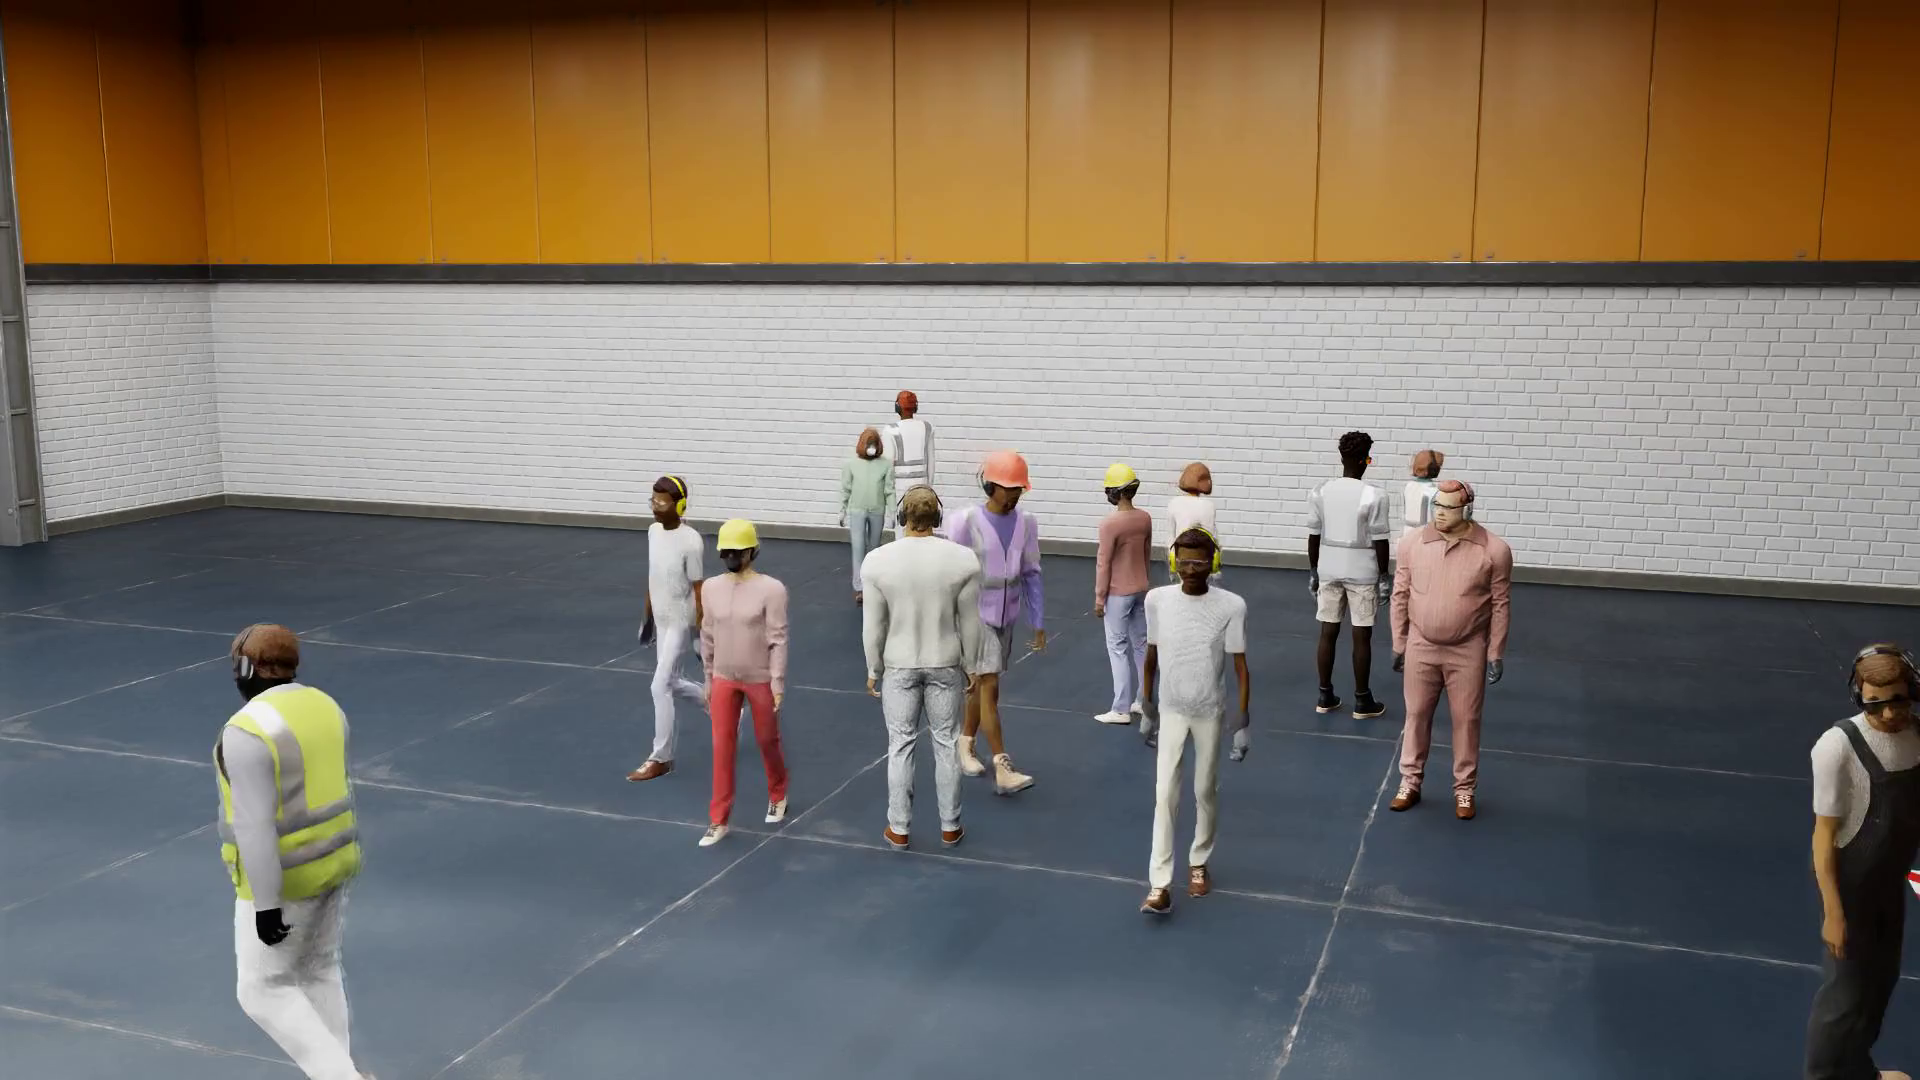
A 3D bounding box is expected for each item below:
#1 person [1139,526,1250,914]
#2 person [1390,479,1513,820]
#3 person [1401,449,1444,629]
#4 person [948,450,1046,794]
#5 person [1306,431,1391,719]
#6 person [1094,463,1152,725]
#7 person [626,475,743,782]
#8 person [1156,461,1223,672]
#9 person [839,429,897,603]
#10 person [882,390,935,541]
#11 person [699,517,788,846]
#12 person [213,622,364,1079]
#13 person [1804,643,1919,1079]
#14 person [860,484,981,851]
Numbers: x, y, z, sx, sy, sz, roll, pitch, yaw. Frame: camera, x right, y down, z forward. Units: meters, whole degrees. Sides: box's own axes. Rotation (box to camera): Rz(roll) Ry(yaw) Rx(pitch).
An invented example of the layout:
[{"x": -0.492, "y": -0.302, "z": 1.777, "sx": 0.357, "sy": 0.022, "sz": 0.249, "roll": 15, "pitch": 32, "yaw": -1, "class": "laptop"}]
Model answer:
[{"x": 1.094, "y": 0.862, "z": 7.845, "sx": 0.534, "sy": 1.835, "sz": 0.860, "roll": 2, "pitch": 9, "yaw": 14, "class": "person"}, {"x": 2.708, "y": 0.603, "z": 9.257, "sx": 0.643, "sy": 1.905, "sz": 0.399, "roll": 4, "pitch": 10, "yaw": 26, "class": "person"}, {"x": 3.714, "y": 0.088, "z": 13.284, "sx": 0.377, "sy": 1.622, "sz": 0.539, "roll": -4, "pitch": 10, "yaw": -21, "class": "person"}, {"x": 0.257, "y": 0.478, "z": 9.748, "sx": 0.630, "sy": 1.990, "sz": 1.000, "roll": -6, "pitch": 11, "yaw": -35, "class": "person"}, {"x": 2.658, "y": 0.233, "z": 11.353, "sx": 0.601, "sy": 1.967, "sz": 0.369, "roll": 8, "pitch": 12, "yaw": 40, "class": "person"}, {"x": 1.096, "y": 0.358, "z": 11.242, "sx": 0.358, "sy": 1.758, "sz": 0.521, "roll": 8, "pitch": 12, "yaw": 43, "class": "person"}, {"x": -1.675, "y": 0.505, "z": 10.068, "sx": 0.776, "sy": 1.841, "sz": 0.531, "roll": -7, "pitch": 12, "yaw": -37, "class": "person"}, {"x": 1.698, "y": 0.209, "z": 12.599, "sx": 0.686, "sy": 1.608, "sz": 0.505, "roll": -4, "pitch": 10, "yaw": -24, "class": "person"}, {"x": -0.830, "y": -0.216, "z": 15.281, "sx": 0.513, "sy": 1.590, "sz": 0.821, "roll": -2, "pitch": 9, "yaw": -12, "class": "person"}, {"x": -0.510, "y": -0.522, "z": 16.294, "sx": 0.573, "sy": 1.883, "sz": 0.354, "roll": -5, "pitch": 11, "yaw": -29, "class": "person"}, {"x": -1.157, "y": 0.739, "z": 8.978, "sx": 0.529, "sy": 1.773, "sz": 0.591, "roll": 3, "pitch": 10, "yaw": 16, "class": "person"}, {"x": -2.309, "y": 1.202, "z": 5.877, "sx": 0.592, "sy": 1.802, "sz": 0.667, "roll": 2, "pitch": 9, "yaw": 11, "class": "person"}, {"x": 3.184, "y": 1.209, "z": 5.809, "sx": 0.695, "sy": 1.803, "sz": 0.429, "roll": -5, "pitch": 10, "yaw": -27, "class": "person"}, {"x": -0.204, "y": 0.670, "z": 8.726, "sx": 0.632, "sy": 1.940, "sz": 0.372, "roll": -1, "pitch": 9, "yaw": -6, "class": "person"}]
